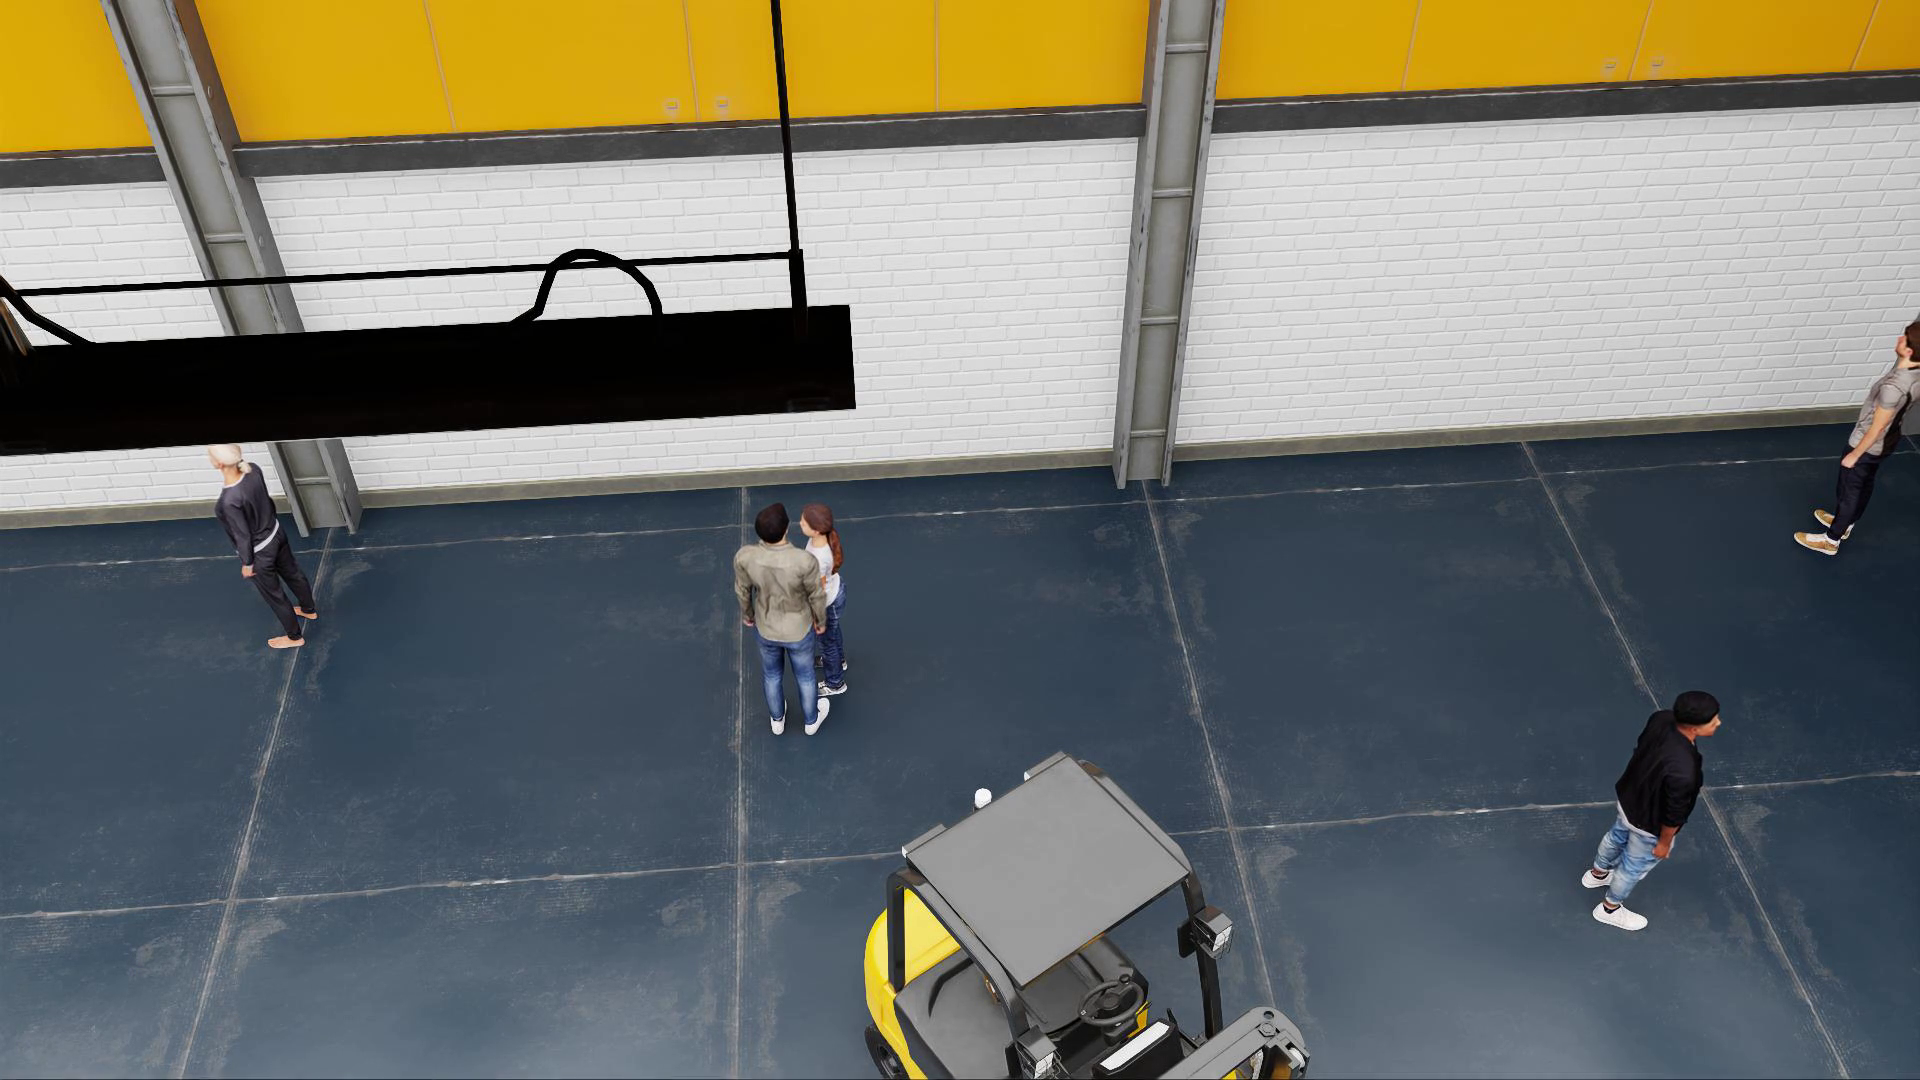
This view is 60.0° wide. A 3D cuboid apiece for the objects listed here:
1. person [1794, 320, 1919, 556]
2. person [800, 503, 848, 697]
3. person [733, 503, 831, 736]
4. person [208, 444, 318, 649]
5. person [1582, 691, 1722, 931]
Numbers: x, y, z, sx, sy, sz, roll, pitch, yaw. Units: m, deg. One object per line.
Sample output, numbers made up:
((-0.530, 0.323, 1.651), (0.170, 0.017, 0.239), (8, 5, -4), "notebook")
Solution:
((6.271, -0.690, 11.417), (0.697, 1.893, 0.791), (-32, 52, -29), "person")
((-0.863, 0.357, 10.557), (0.539, 1.563, 0.552), (1, 44, 1), "person")
((-1.081, 0.516, 10.171), (0.599, 1.864, 0.806), (5, 44, 5), "person")
((-4.547, -0.002, 10.816), (0.589, 1.725, 0.649), (5, 44, 5), "person")
((3.825, 1.464, 9.214), (0.627, 1.812, 0.721), (2, 44, 2), "person")
